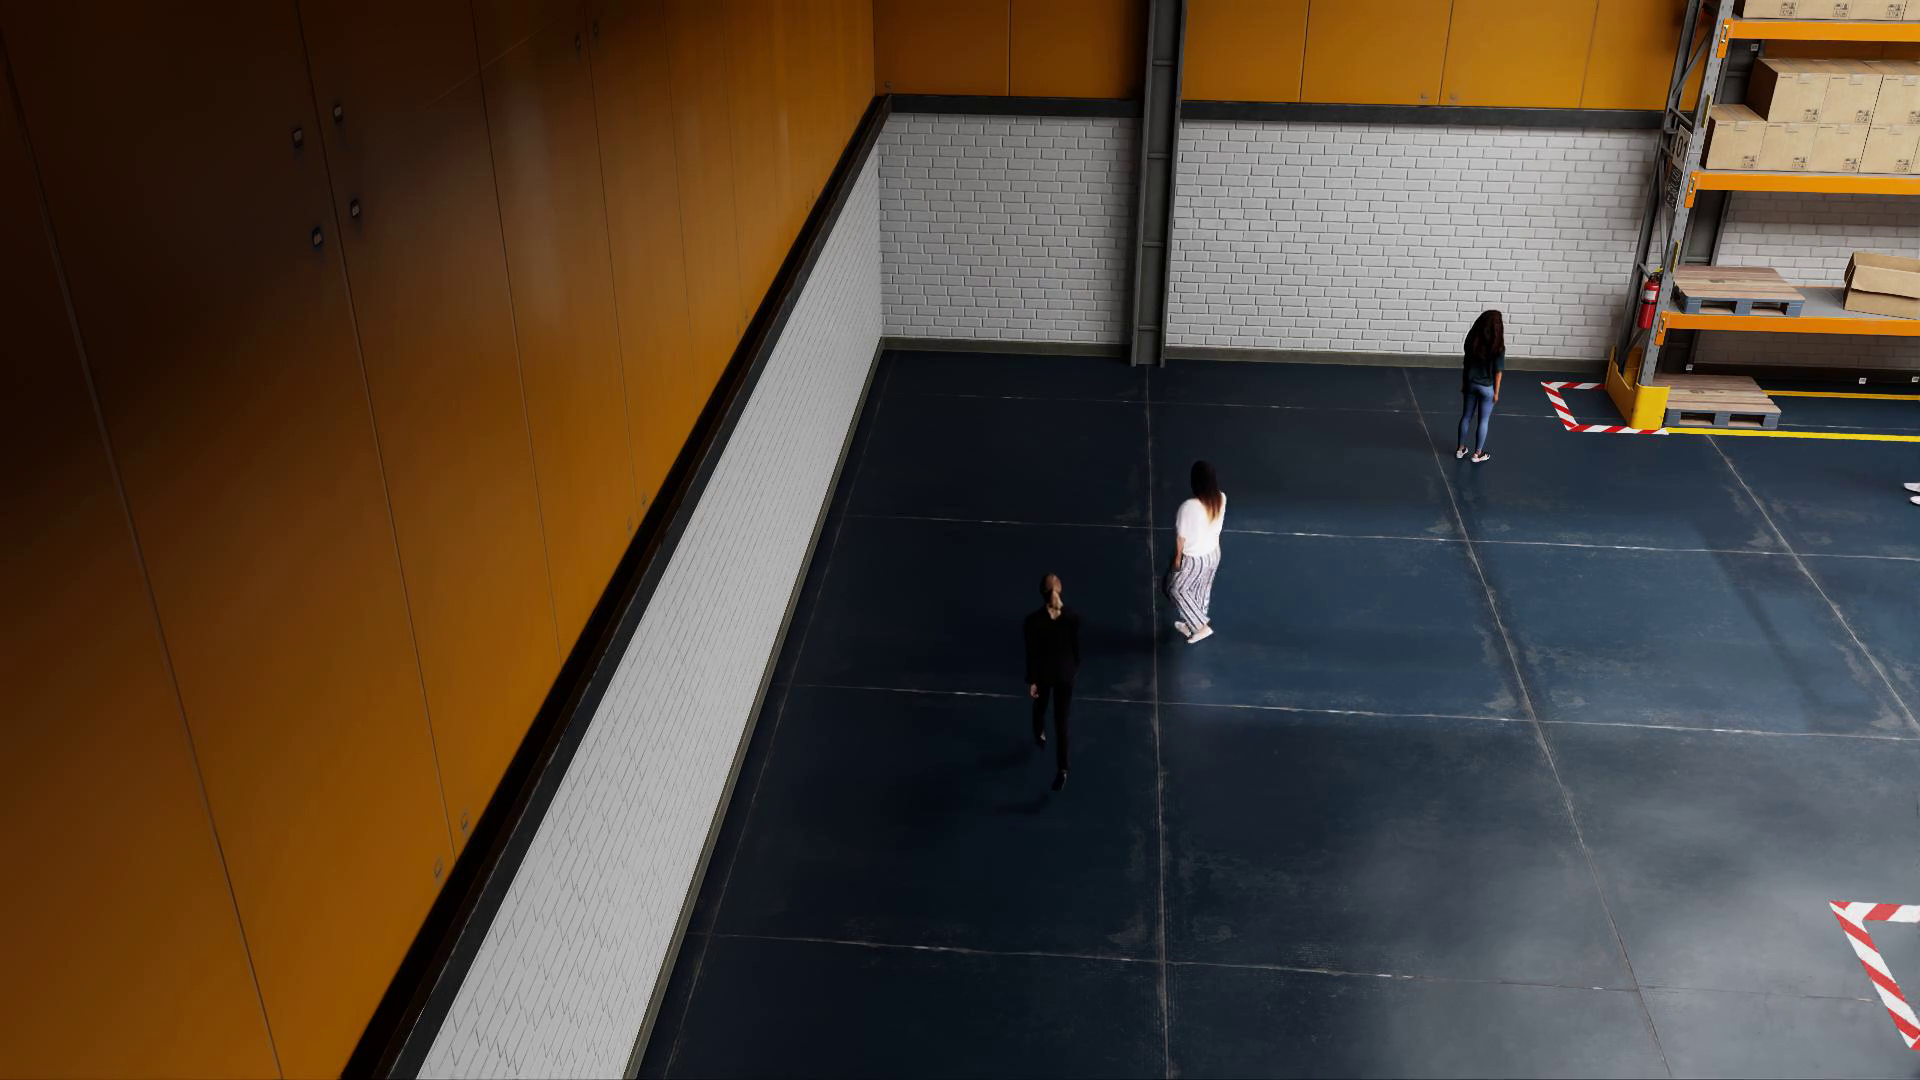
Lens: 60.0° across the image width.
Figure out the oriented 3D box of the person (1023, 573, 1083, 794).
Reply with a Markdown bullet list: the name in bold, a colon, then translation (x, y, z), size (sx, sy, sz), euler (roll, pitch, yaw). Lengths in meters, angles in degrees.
- **person**: translation (0.698, 1.068, 12.140), size (1.067, 1.669, 0.799), euler (-3, 29, -6)

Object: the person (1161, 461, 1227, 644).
- **person**: translation (2.013, 0.142, 13.836), size (0.882, 1.672, 0.942), euler (-21, 35, -33)

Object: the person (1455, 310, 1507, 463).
- **person**: translation (5.337, -1.589, 17.068), size (0.698, 1.615, 0.773), euler (23, 36, 36)
